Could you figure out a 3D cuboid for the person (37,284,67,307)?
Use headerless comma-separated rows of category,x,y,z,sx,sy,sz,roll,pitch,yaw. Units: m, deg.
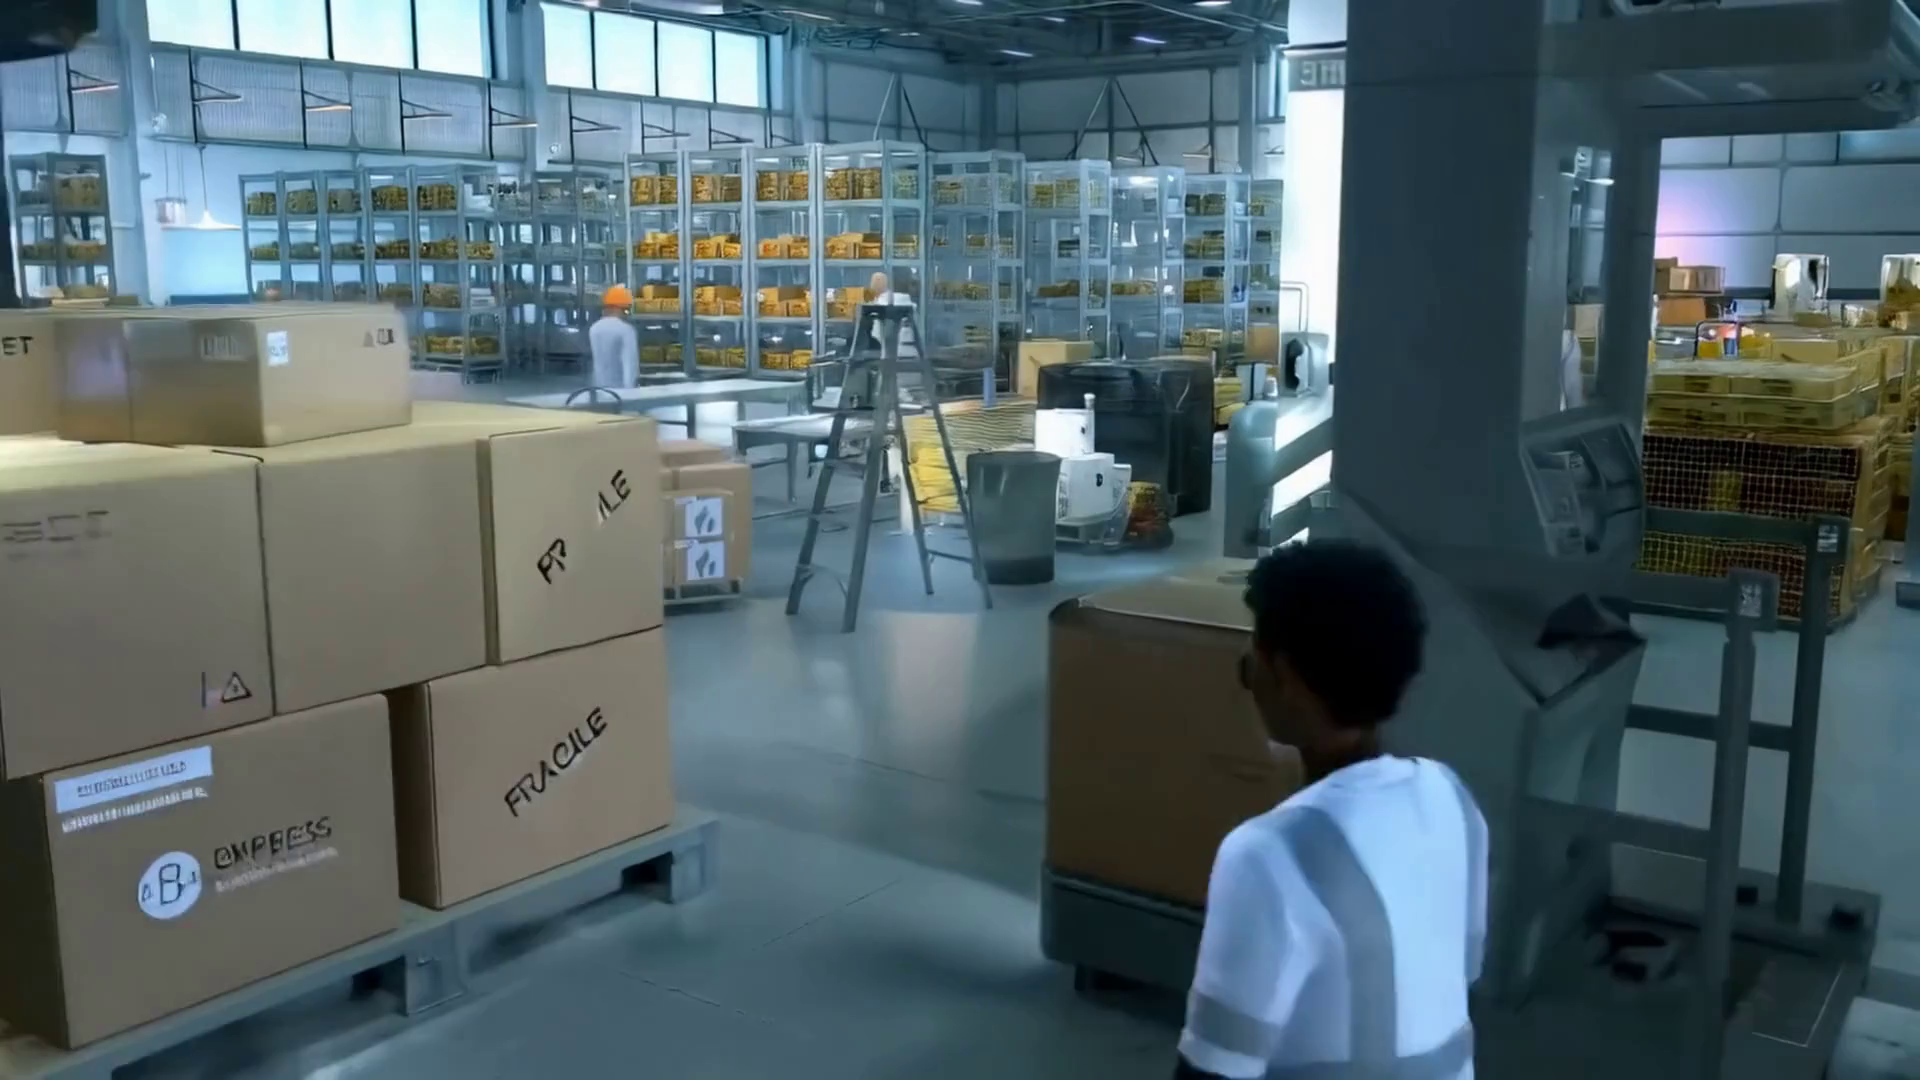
person,-10.513,-2.102,19.407,0.339,1.752,0.564,-7,12,-35

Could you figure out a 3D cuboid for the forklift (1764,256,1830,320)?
forklift,20.253,-5.854,40.139,1.157,1.987,2.680,7,12,35

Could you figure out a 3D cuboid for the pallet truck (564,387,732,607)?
pallet truck,-1.981,-0.274,10.088,0.680,1.201,1.601,-5,11,-28

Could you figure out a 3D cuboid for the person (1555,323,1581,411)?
person,4.052,-0.898,11.747,0.614,1.925,0.551,3,10,18

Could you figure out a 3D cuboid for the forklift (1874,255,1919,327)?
forklift,22.089,-5.634,38.796,1.157,1.987,2.680,6,11,33

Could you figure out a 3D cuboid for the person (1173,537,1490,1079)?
person,0.413,0.831,2.200,0.732,1.669,0.552,7,12,36

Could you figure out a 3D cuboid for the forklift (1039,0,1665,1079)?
forklift,1.249,-0.137,4.360,1.873,2.768,1.129,7,12,35

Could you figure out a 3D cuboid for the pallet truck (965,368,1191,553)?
pallet truck,0.845,-0.609,11.869,1.630,1.274,0.653,7,12,35

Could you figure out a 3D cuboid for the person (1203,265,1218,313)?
person,7.346,-7.111,48.573,0.608,1.986,0.400,9,13,42

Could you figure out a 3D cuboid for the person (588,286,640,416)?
person,-3.154,-1.394,15.057,0.591,1.803,0.826,6,11,34

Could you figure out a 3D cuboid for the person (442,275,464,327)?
person,-10.563,-4.650,34.477,0.632,1.786,0.412,-3,10,-19

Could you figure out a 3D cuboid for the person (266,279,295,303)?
person,-8.137,-2.256,20.160,0.571,1.813,0.810,3,10,17

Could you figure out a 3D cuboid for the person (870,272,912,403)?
person,-0.912,-2.539,21.631,0.531,1.877,0.672,-4,10,-21
